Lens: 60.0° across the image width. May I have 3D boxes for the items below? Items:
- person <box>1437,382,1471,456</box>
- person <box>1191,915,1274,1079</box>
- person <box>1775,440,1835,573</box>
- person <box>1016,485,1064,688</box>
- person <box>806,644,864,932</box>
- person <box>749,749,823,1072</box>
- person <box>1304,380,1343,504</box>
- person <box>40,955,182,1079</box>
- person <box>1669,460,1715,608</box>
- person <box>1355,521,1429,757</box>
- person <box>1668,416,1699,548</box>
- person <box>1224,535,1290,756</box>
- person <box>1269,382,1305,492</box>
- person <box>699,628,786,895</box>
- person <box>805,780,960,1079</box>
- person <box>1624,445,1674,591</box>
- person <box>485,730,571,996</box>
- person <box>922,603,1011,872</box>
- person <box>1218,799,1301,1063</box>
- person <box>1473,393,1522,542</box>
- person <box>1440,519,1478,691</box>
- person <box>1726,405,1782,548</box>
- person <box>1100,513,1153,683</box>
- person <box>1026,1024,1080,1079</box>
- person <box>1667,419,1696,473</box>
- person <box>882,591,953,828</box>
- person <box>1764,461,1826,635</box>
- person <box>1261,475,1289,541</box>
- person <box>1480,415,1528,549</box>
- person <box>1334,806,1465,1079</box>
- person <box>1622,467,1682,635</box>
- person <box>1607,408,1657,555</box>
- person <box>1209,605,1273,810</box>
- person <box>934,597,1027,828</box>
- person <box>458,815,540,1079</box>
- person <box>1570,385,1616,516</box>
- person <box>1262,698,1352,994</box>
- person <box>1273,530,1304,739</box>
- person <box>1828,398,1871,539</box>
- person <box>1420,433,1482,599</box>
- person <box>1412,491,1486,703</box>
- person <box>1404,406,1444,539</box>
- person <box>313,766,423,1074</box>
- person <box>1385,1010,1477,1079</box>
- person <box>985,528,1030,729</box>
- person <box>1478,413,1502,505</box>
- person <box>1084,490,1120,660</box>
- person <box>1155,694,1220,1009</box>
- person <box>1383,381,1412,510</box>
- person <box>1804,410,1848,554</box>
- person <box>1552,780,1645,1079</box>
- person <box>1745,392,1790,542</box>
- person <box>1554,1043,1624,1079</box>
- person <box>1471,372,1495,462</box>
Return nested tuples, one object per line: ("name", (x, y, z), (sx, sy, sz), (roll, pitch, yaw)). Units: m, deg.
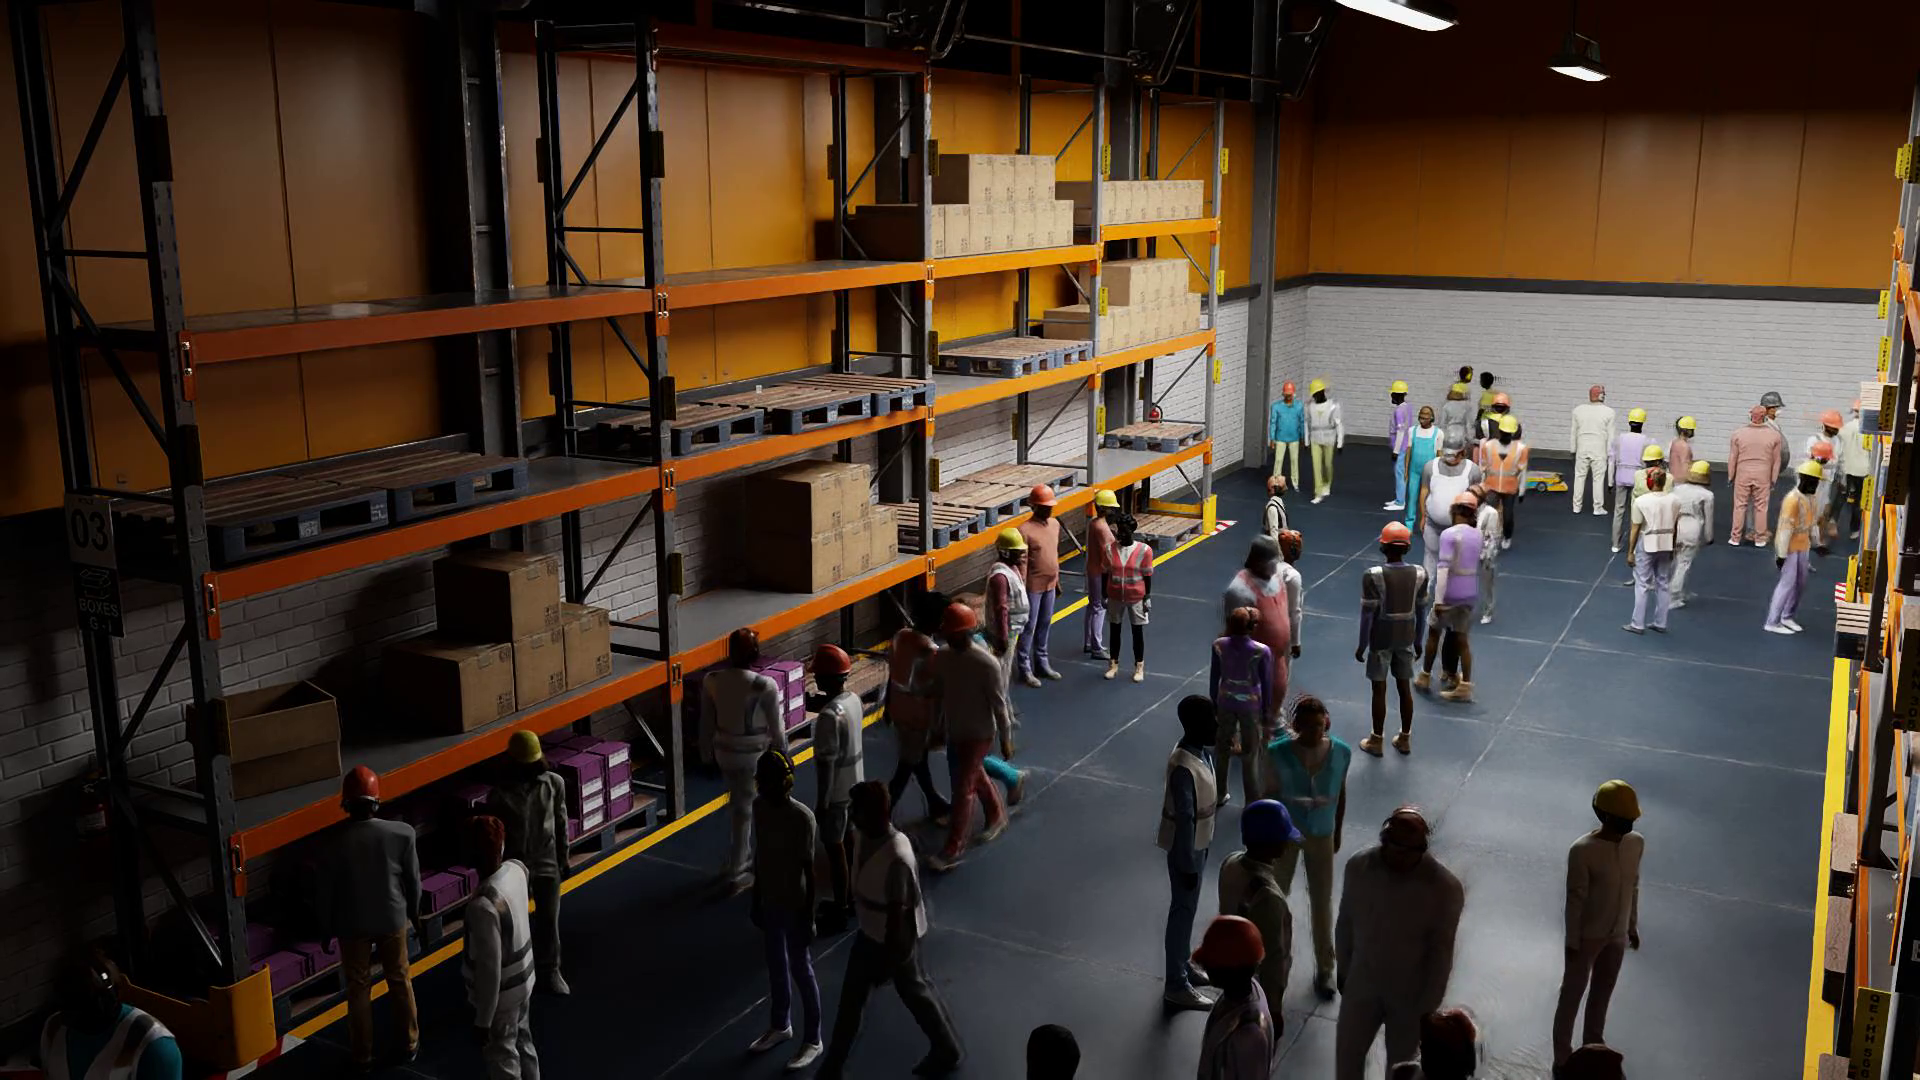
("person", (7.690, -1.600, 25.980), (0.562, 1.719, 0.401), (-2, 13, -10))
("person", (1.146, 2.506, 7.123), (0.355, 1.938, 0.544), (0, 13, 1))
("person", (10.463, -0.395, 20.586), (0.650, 1.729, 0.571), (-1, 13, -3))
("person", (0.788, 0.437, 16.267), (0.398, 1.992, 0.624), (11, 17, 40))
("person", (-0.832, 1.637, 11.047), (0.381, 1.934, 0.547), (4, 13, 17))
("person", (-0.991, 2.054, 9.338), (0.507, 1.861, 0.327), (11, 17, 41))
("person", (5.545, -1.533, 25.395), (0.623, 1.862, 0.937), (6, 14, 23))
("person", (-3.534, 2.595, 6.942), (0.624, 1.844, 0.430), (3, 13, 14))
("person", (8.464, -0.067, 19.181), (0.735, 1.707, 0.495), (-7, 14, -28))
("person", (3.694, 0.847, 14.309), (0.613, 2.041, 0.393), (-2, 13, -10))
("person", (9.624, -0.778, 22.216), (0.317, 1.766, 0.535), (1, 13, 4))
("person", (2.481, 0.884, 14.152), (0.708, 2.000, 0.663), (-10, 16, -39))
("person", (5.118, -1.611, 26.004), (0.572, 1.740, 0.352), (0, 13, -1))
("person", (-1.492, 1.514, 11.740), (0.572, 1.854, 0.789), (6, 14, 25))
("person", (-0.410, 2.150, 9.060), (0.968, 1.801, 0.568), (-7, 14, -29))
("person", (8.283, -0.274, 19.981), (0.342, 1.759, 0.522), (-9, 15, -34))
("person", (-2.582, 1.962, 10.022), (0.489, 1.736, 0.342), (-9, 15, -34))
("person", (0.085, 1.383, 12.161), (1.001, 1.949, 0.630), (-12, 17, -43))
("person", (1.482, 2.225, 8.356), (0.388, 1.947, 0.612), (-3, 13, -11))
("person", (7.260, -0.983, 22.554), (0.613, 2.028, 0.409), (2, 13, 10))
("person", (4.863, 0.607, 16.170), (0.318, 1.697, 0.535), (1, 13, 4))
("person", (10.581, -0.847, 22.200), (0.640, 1.910, 0.407), (5, 14, 22))
("person", (1.633, 0.564, 16.379), (0.537, 1.694, 0.320), (4, 13, 18))
("person", (0.367, 2.720, 6.210), (0.597, 1.916, 0.371), (-10, 16, -37))
("person", (9.871, -0.849, 22.691), (0.399, 1.685, 0.547), (12, 17, 43))
("person", (-0.346, 1.304, 12.573), (0.871, 1.909, 0.692), (-8, 15, -31))
("person", (9.113, 0.076, 18.108), (0.440, 1.897, 0.616), (10, 16, 37))
("person", (3.519, 0.086, 18.622), (0.308, 1.645, 0.514), (3, 13, 12))
("person", (7.049, -0.703, 21.589), (0.586, 1.901, 0.774), (5, 14, 23))
("person", (2.153, 2.253, 8.388), (0.654, 1.877, 0.664), (8, 15, 31))
("person", (7.517, 0.124, 18.024), (0.562, 1.835, 0.387), (-3, 13, -13))
("person", (8.792, -0.765, 21.789), (0.587, 1.928, 0.382), (9, 16, 35))
("person", (2.205, 1.323, 13.098), (0.515, 1.636, 0.315), (8, 15, 32))
("person", (0.132, 1.303, 12.789), (0.681, 1.821, 0.507), (-8, 15, -33))
("person", (-2.305, 2.264, 8.325), (0.337, 1.882, 0.585), (1, 13, 3))
("person", (9.232, -1.309, 24.282), (0.642, 1.905, 0.399), (10, 16, 37))
("person", (2.158, 1.840, 10.452), (0.570, 1.787, 1.000), (0, 13, -2))
("person", (2.856, 0.830, 14.777), (0.352, 1.877, 0.575), (-3, 13, -12))
("person", (12.114, -0.958, 22.565), (0.622, 1.972, 0.815), (12, 17, 42))
("person", (5.653, -0.256, 19.256), (0.675, 2.000, 0.537), (5, 13, 20))
("person", (4.685, 0.528, 15.896), (0.699, 1.974, 0.816), (-6, 14, -26))
("person", (6.314, -0.921, 22.690), (0.504, 1.839, 0.344), (7, 14, 27))
("person", (-3.303, 2.110, 9.313), (0.572, 1.749, 0.342), (-7, 14, -28))
("person", (1.876, 2.693, 6.548), (1.007, 1.829, 0.586), (-10, 16, -37))
("person", (0.429, 0.783, 15.074), (0.403, 1.830, 0.601), (2, 13, 7))
("person", (7.212, -0.856, 22.592), (0.537, 1.757, 0.345), (-11, 17, -40))
("person", (1.472, 0.349, 17.170), (0.322, 1.765, 0.533), (-2, 13, -10))
("person", (1.387, 1.856, 10.068), (0.391, 1.922, 0.593), (3, 13, 13))
("person", (6.484, -1.395, 24.609), (0.385, 1.928, 0.589), (5, 14, 22))
("person", (11.387, -0.763, 21.824), (0.693, 1.897, 0.733), (-6, 14, -24))
("person", (3.521, 2.148, 9.110), (0.523, 1.769, 0.323), (-6, 14, -23))
("person", (10.986, -1.010, 22.631), (0.537, 2.000, 0.679), (8, 15, 30))
("person", (2.464, 2.763, 6.656), (0.279, 1.632, 0.502), (3, 13, 15))
("person", (8.711, -1.977, 27.782), (0.649, 1.671, 0.526), (4, 13, 19))
